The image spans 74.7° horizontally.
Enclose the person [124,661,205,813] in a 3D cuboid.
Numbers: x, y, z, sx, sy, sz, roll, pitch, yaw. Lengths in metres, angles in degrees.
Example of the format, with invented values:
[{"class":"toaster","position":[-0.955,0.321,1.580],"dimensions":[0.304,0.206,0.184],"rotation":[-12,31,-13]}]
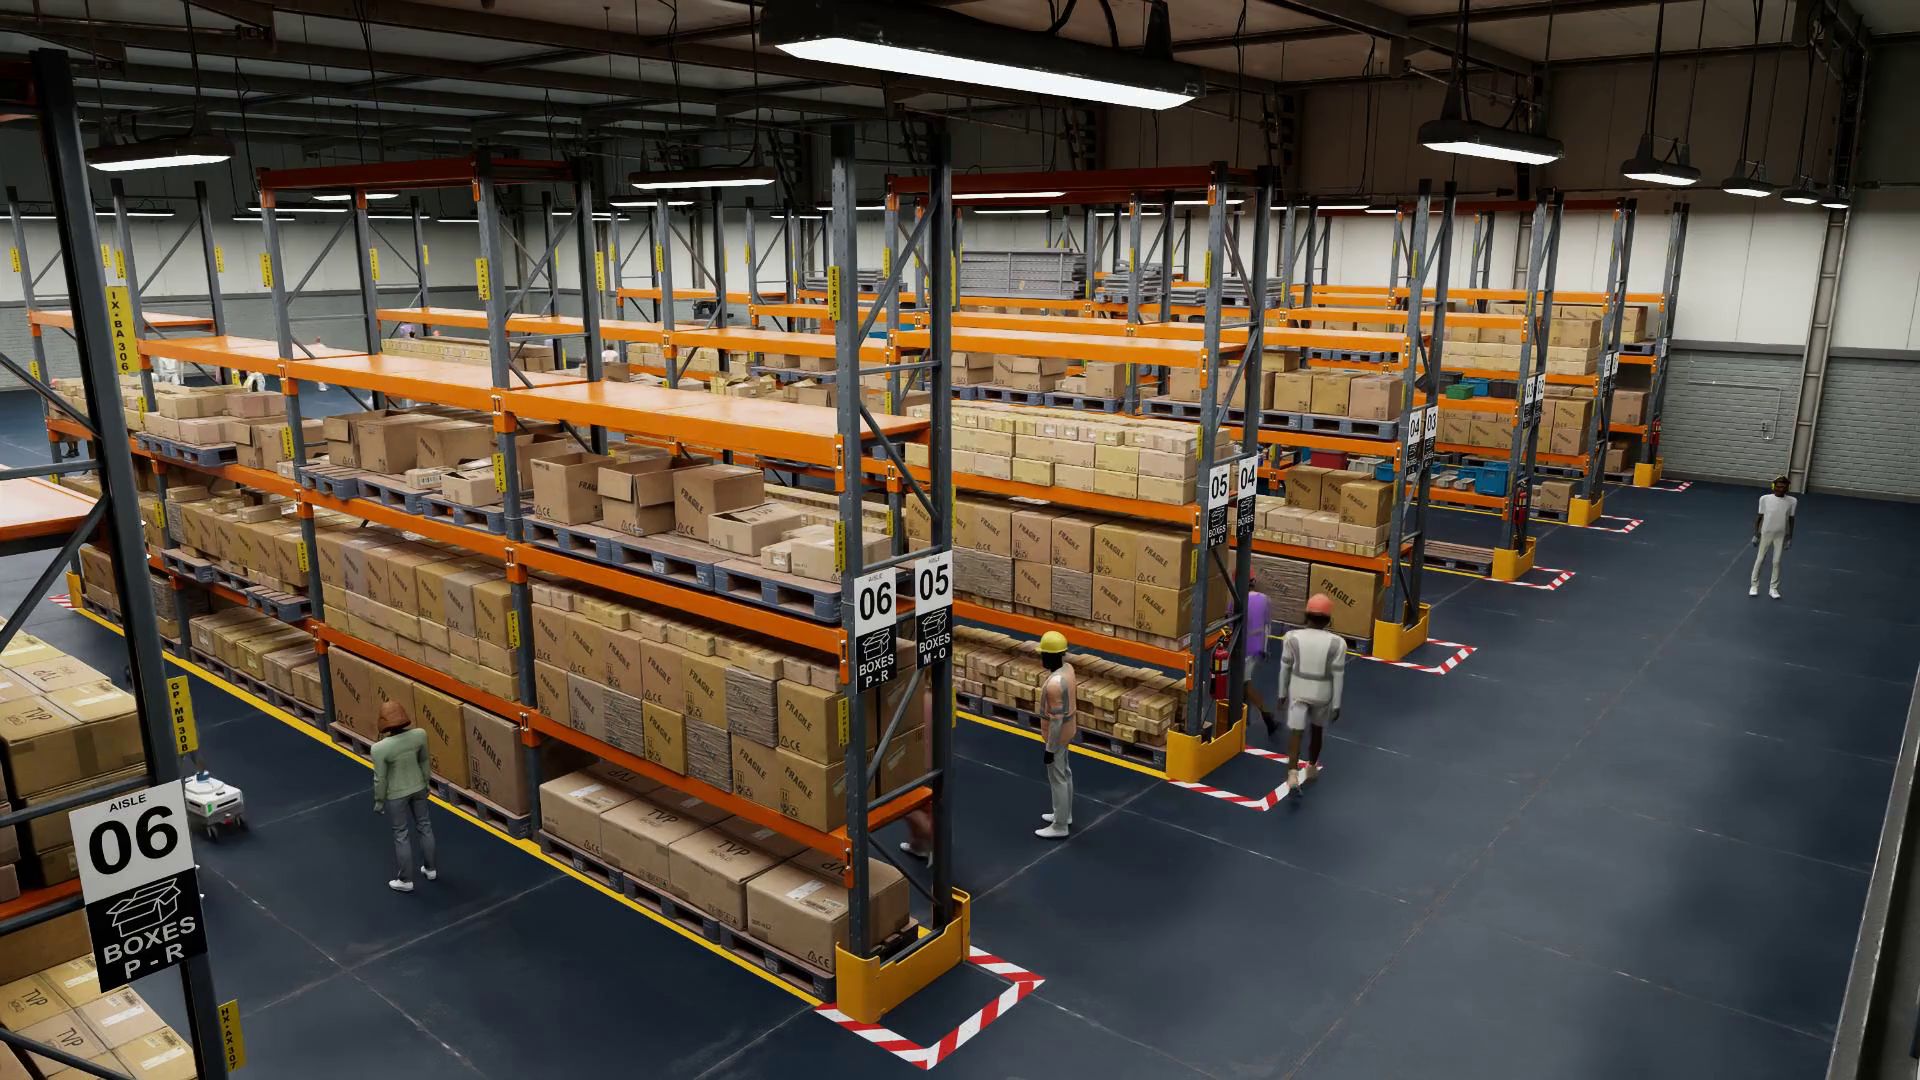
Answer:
[{"class":"person","position":[-6.948,1.891,10.867],"dimensions":[0.666,1.906,0.831],"rotation":[-11,18,-39]}]

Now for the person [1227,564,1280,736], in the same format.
[{"class":"person","position":[3.213,1.202,13.758],"dimensions":[0.543,1.903,0.860],"rotation":[-10,17,-35]}]

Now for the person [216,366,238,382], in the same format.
[{"class":"person","position":[-22.972,-5.045,39.532],"dimensions":[1.018,1.859,0.665],"rotation":[7,15,27]}]

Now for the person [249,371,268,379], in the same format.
[{"class":"person","position":[-23.187,-5.542,41.394],"dimensions":[1.018,1.947,0.622],"rotation":[6,15,22]}]

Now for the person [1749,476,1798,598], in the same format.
[{"class":"person","position":[12.256,-0.056,18.988],"dimensions":[0.508,1.860,0.315],"rotation":[6,15,24]}]

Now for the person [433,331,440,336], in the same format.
[{"class":"person","position":[-19.340,-6.850,46.861],"dimensions":[0.553,1.906,0.924],"rotation":[-2,14,-10]}]

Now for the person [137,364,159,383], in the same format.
[{"class":"person","position":[-22.753,-4.051,35.463],"dimensions":[0.624,1.841,0.430],"rotation":[2,14,7]}]

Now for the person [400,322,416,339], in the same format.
[{"class":"person","position":[-23.297,-8.460,53.197],"dimensions":[0.631,2.029,0.687],"rotation":[-9,16,-33]}]

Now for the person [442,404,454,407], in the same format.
[{"class":"person","position":[-14.354,-3.995,35.176],"dimensions":[0.583,1.866,0.721],"rotation":[-3,14,-14]}]

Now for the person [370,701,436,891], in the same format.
[{"class":"person","position":[-4.642,2.120,10.503],"dimensions":[0.281,1.633,0.499],"rotation":[9,17,34]}]

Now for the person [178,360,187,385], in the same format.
[{"class":"person","position":[-28.439,-6.468,45.840],"dimensions":[0.529,1.615,0.553],"rotation":[12,18,41]}]

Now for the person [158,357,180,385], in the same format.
[{"class":"person","position":[-25.455,-5.312,40.545],"dimensions":[1.012,1.899,0.609],"rotation":[11,17,37]}]

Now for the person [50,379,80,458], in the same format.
[{"class":"person","position":[-21.999,-2.997,30.922],"dimensions":[0.360,1.937,0.542],"rotation":[-2,14,-9]}]

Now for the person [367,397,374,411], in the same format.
[{"class":"person","position":[-14.190,-2.908,30.816],"dimensions":[0.470,1.807,0.590],"rotation":[0,14,1]}]

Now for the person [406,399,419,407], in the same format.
[{"class":"person","position":[-16.799,-4.843,38.537],"dimensions":[0.586,1.950,1.013],"rotation":[-7,15,-28]}]

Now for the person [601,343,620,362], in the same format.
[{"class":"person","position":[-11.730,-5.708,42.318],"dimensions":[0.631,1.827,0.631],"rotation":[-1,14,-3]}]

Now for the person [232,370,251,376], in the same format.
[{"class":"person","position":[-21.464,-4.518,37.678],"dimensions":[0.540,1.696,0.316],"rotation":[-5,15,-21]}]

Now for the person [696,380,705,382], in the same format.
[{"class":"person","position":[-8.200,-5.033,39.322],"dimensions":[0.534,1.933,0.613],"rotation":[3,14,14]}]

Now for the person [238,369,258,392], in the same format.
[{"class":"person","position":[-19.588,-3.818,34.528],"dimensions":[0.667,1.822,0.556],"rotation":[-3,14,-13]}]

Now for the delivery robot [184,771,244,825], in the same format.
[{"class":"delivery robot","position":[-6.950,2.374,11.602],"dimensions":[0.707,0.478,0.477],"rotation":[8,16,29]}]

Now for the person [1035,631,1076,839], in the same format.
[{"class":"person","position":[0.853,1.753,11.404],"dimensions":[0.383,1.924,0.594],"rotation":[4,14,15]}]

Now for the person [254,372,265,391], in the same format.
[{"class":"person","position":[-20.544,-4.385,37.030],"dimensions":[0.290,1.746,0.487],"rotation":[-11,17,-38]}]

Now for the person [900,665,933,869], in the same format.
[{"class":"person","position":[-0.322,1.915,10.821],"dimensions":[0.598,1.886,0.657],"rotation":[11,18,39]}]

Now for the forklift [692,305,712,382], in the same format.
[{"class":"forklift","position":[-9.511,-7.392,47.124],"dimensions":[1.873,2.768,1.129],"rotation":[11,17,38]}]

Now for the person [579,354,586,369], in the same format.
[{"class":"person","position":[-10.918,-4.428,36.680],"dimensions":[0.979,2.000,0.688],"rotation":[0,14,1]}]

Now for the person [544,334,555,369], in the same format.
[{"class":"person","position":[-15.290,-6.972,47.326],"dimensions":[0.462,1.913,0.656],"rotation":[9,16,33]}]

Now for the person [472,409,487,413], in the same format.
[{"class":"person","position":[-10.560,-2.221,27.814],"dimensions":[0.866,1.894,0.594],"rotation":[8,16,28]}]

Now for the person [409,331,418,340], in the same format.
[{"class":"person","position":[-20.339,-6.857,46.939],"dimensions":[0.510,1.872,0.328],"rotation":[-6,15,-22]}]

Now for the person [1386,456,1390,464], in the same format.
[{"class":"person","position":[9.697,-2.111,28.019],"dimensions":[0.855,1.584,0.507],"rotation":[13,19,43]}]

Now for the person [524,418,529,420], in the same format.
[{"class":"person","position":[-12.102,-3.976,35.637],"dimensions":[0.768,1.613,0.526],"rotation":[5,14,19]}]

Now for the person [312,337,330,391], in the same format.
[{"class":"person","position":[-22.337,-6.186,44.168],"dimensions":[0.642,1.874,0.864],"rotation":[3,14,13]}]

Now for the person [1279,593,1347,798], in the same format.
[{"class":"person","position":[3.405,1.507,12.249],"dimensions":[0.611,2.017,0.938],"rotation":[5,15,20]}]

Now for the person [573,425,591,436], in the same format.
[{"class":"person","position":[-8.359,-2.252,28.075],"dimensions":[0.524,1.846,0.807],"rotation":[-4,14,-17]}]

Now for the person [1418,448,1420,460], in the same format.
[{"class":"person","position":[10.444,-2.235,28.288],"dimensions":[0.321,1.695,0.529],"rotation":[9,17,34]}]
